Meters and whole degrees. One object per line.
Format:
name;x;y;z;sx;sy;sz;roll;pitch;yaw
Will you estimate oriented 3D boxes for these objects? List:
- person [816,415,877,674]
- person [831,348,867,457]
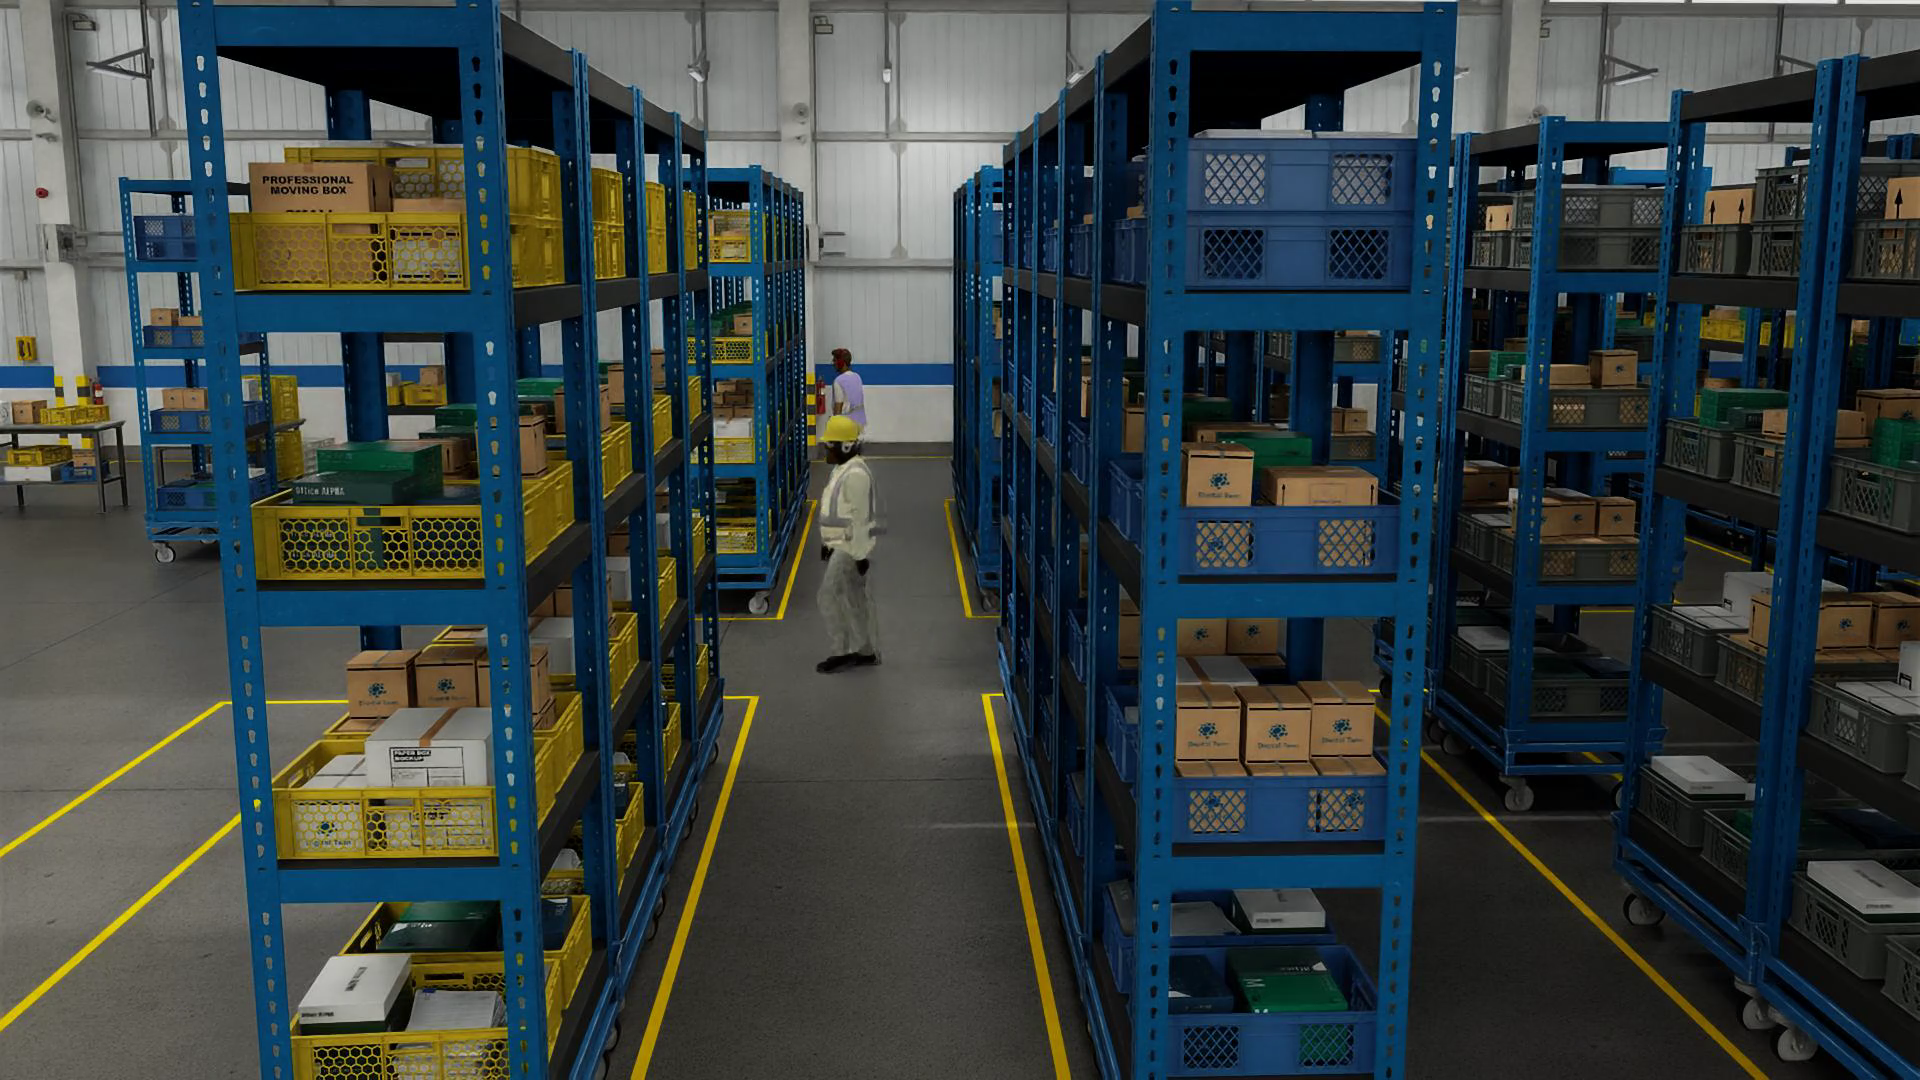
person;-0.850;0.029;11.685;0.600;1.812;0.602;-1;10;-8
person;-1.267;-1.264;18.975;0.391;1.836;0.561;4;11;20
